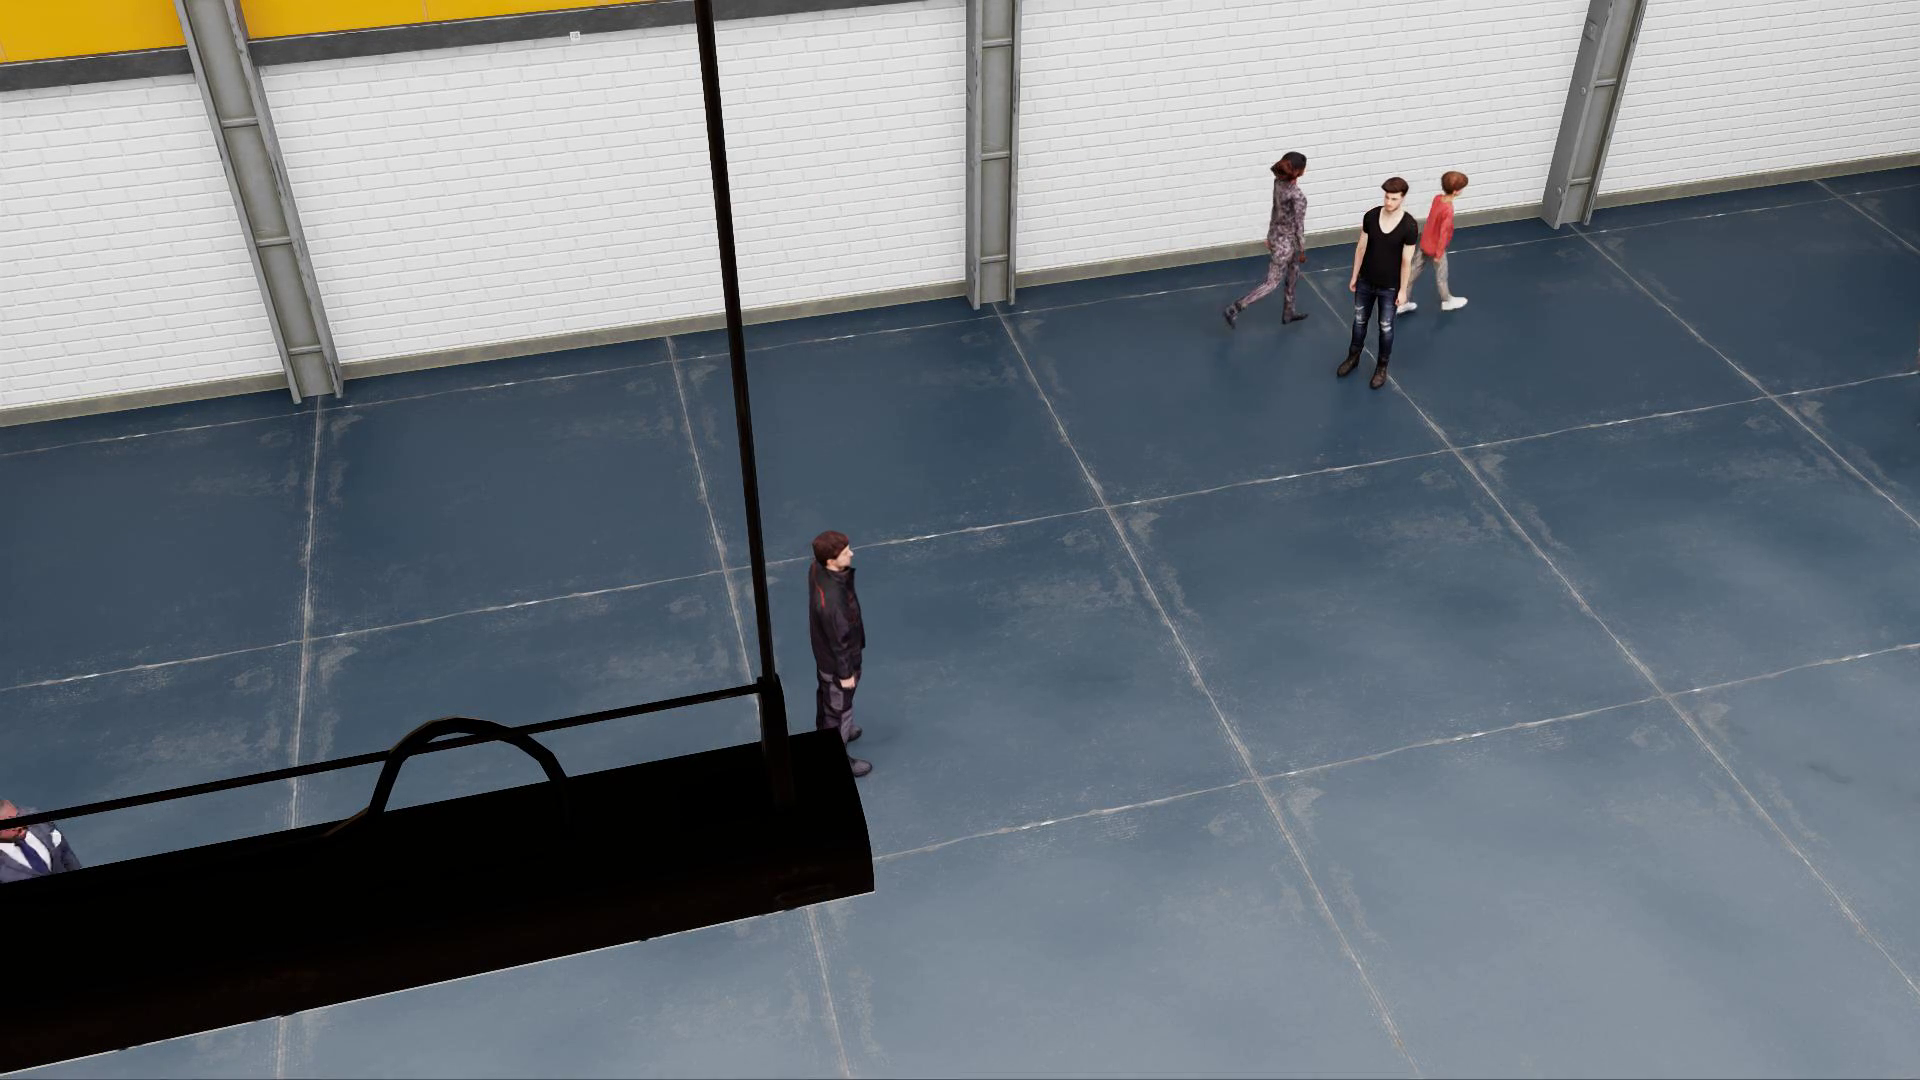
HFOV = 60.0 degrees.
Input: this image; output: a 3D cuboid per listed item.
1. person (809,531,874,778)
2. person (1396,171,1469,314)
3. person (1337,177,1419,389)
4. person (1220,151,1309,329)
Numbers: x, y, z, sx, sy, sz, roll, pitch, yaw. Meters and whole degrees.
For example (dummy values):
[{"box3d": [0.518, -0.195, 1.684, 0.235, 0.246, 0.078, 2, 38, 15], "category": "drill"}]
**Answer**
[{"box3d": [-0.780, 0.687, 10.356, 0.565, 1.838, 0.726, -8, 39, -10], "category": "person"}, {"box3d": [4.172, -2.620, 14.857, 0.862, 1.389, 0.542, -12, 40, -14], "category": "person"}, {"box3d": [3.520, -2.179, 13.901, 0.736, 1.892, 0.772, 24, 45, 27], "category": "person"}, {"box3d": [2.742, -2.564, 14.549, 1.098, 1.685, 0.570, -8, 39, -10], "category": "person"}]
